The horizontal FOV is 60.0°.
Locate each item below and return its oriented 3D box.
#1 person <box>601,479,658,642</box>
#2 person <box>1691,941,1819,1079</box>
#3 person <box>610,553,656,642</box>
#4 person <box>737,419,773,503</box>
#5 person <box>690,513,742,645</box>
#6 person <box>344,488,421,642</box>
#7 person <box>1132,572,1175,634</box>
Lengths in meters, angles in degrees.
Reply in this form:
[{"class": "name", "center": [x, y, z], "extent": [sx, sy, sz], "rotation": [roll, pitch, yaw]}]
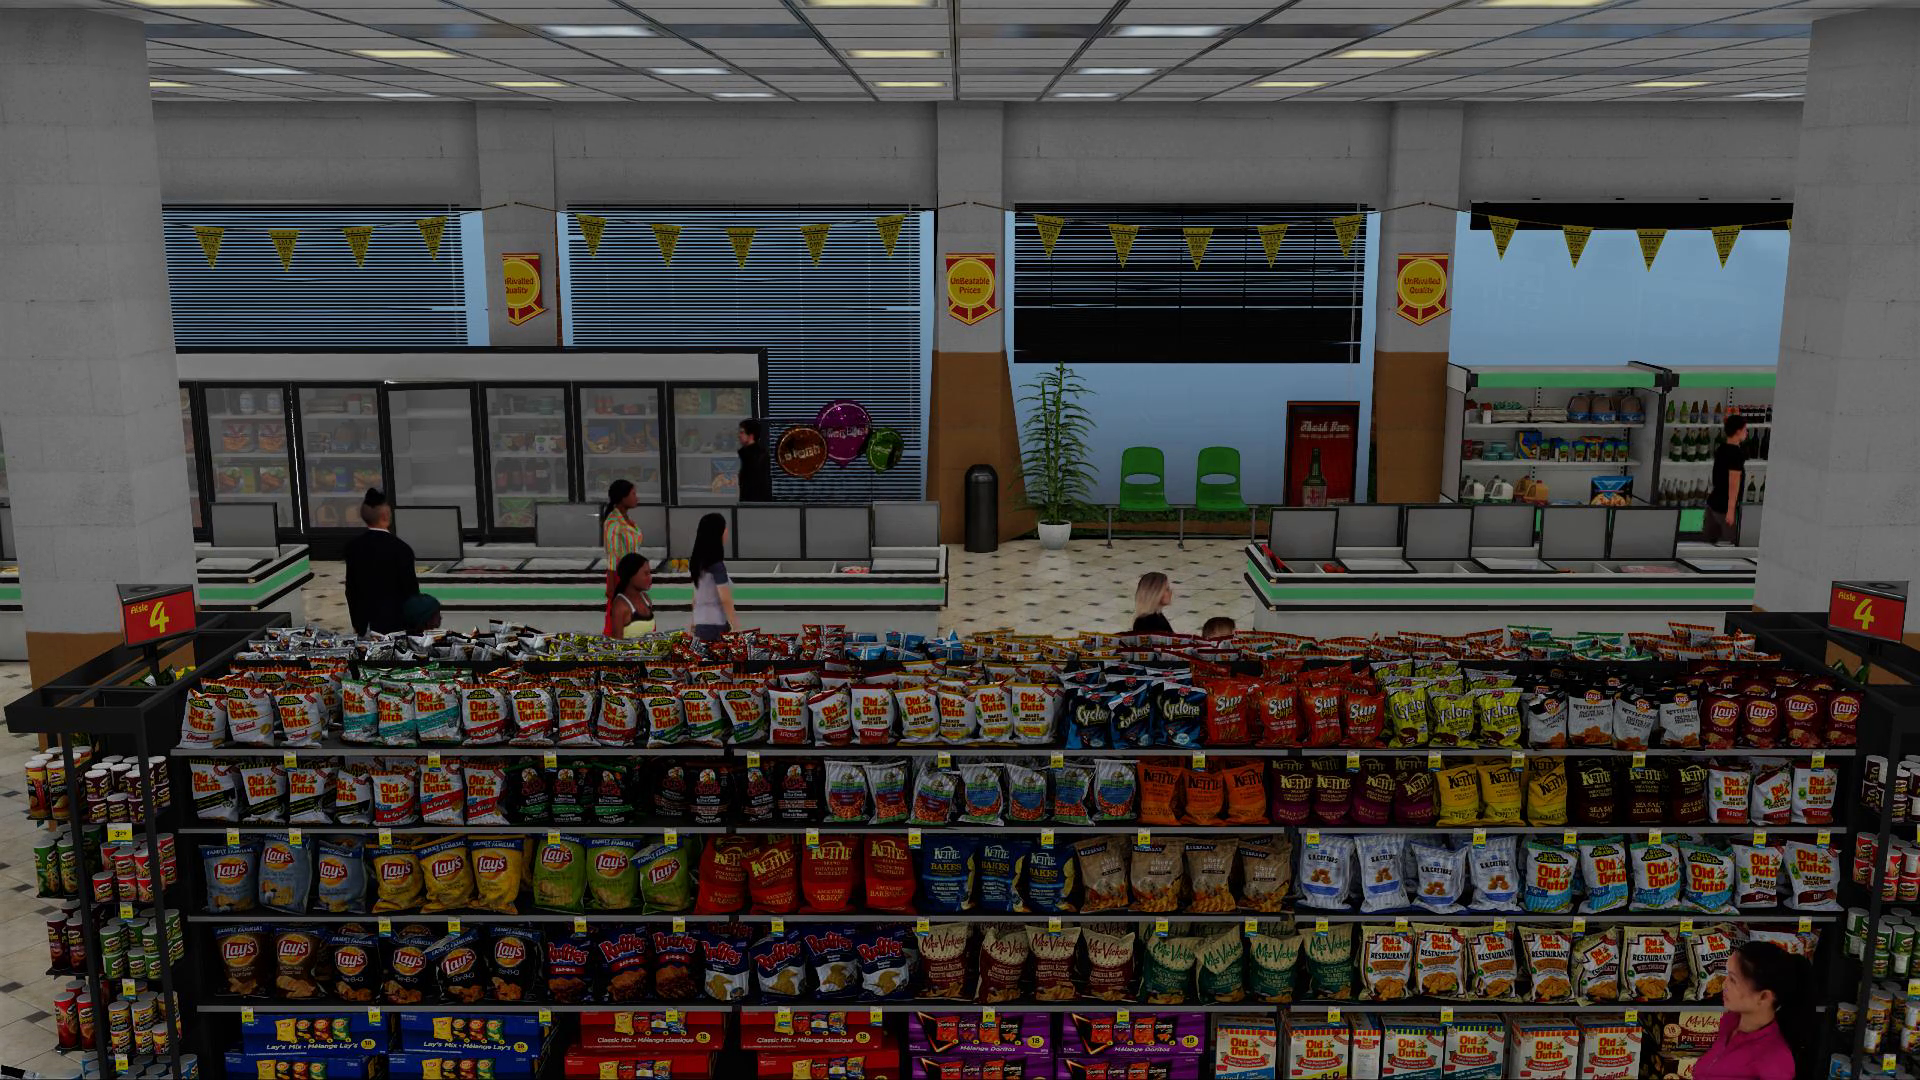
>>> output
[{"class": "person", "center": [-2.809, 0.410, 13.360], "extent": [0.905, 1.761, 0.590], "rotation": [0, 12, -1]}, {"class": "person", "center": [2.648, 2.122, 5.437], "extent": [1.035, 1.676, 0.635], "rotation": [1, 12, 5]}, {"class": "person", "center": [-2.247, 0.947, 10.928], "extent": [1.201, 1.713, 0.852], "rotation": [4, 13, 18]}, {"class": "person", "center": [-1.916, -0.270, 16.519], "extent": [1.230, 1.790, 0.821], "rotation": [2, 12, 7]}, {"class": "person", "center": [-1.937, 0.664, 12.397], "extent": [1.172, 1.662, 0.945], "rotation": [-7, 14, -28]}, {"class": "person", "center": [-4.195, 0.577, 12.097], "extent": [0.588, 1.954, 0.808], "rotation": [2, 12, 10]}, {"class": "person", "center": [1.121, 1.039, 10.593], "extent": [0.922, 1.670, 0.718], "rotation": [2, 12, 9]}]
